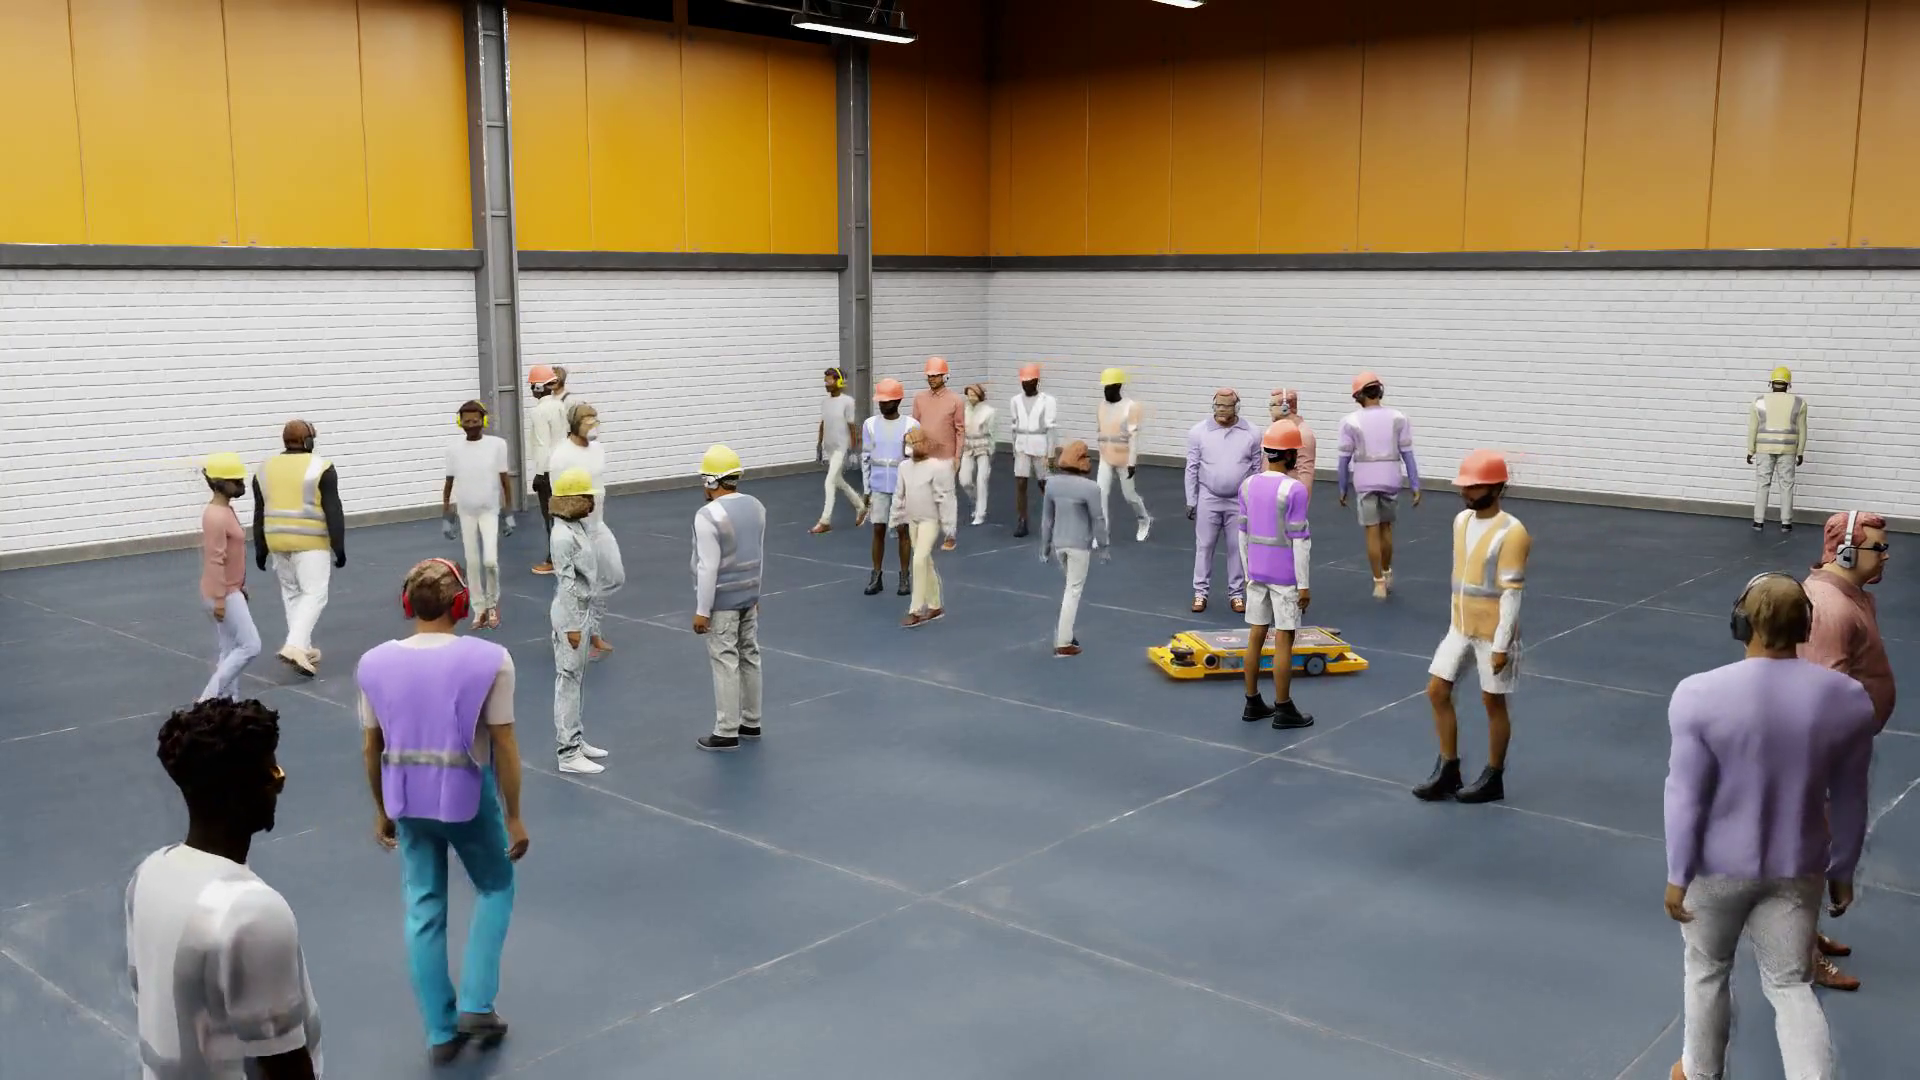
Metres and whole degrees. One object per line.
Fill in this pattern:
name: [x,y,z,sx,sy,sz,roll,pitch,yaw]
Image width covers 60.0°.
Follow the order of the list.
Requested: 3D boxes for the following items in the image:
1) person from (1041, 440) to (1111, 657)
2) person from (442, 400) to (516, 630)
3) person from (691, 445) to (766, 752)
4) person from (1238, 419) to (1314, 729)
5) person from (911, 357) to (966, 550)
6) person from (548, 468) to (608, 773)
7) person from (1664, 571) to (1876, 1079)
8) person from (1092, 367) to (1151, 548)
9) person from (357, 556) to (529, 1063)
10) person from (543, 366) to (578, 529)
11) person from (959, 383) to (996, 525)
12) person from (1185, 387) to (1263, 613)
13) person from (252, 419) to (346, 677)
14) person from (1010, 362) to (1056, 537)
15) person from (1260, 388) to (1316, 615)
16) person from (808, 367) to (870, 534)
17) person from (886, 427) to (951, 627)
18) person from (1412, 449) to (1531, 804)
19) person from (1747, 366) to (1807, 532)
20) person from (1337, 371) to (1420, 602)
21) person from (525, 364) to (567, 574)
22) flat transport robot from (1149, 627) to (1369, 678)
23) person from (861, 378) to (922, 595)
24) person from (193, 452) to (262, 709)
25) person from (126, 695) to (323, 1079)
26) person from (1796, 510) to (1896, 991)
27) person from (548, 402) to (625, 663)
person: [0.884,0.060,12.398,0.499,1.613,0.514,-9,13,-44]
person: [-3.845,-0.192,13.249,0.568,1.849,0.475,-1,9,-5]
person: [-1.398,0.346,9.933,0.404,1.834,0.591,5,10,29]
person: [1.992,0.214,10.440,0.358,1.938,0.542,-7,11,-37]
person: [-0.238,-0.889,17.185,0.609,1.995,0.376,4,10,23]
person: [-2.192,0.453,9.547,0.294,1.744,0.484,-1,9,-6]
person: [2.563,1.051,5.288,0.641,1.911,0.904,1,9,5]
person: [1.685,-0.878,17.465,0.583,1.889,0.904,7,11,37]
person: [-1.846,0.970,6.013,0.605,1.828,0.489,1,9,3]
person: [-4.449,-1.044,18.680,0.514,1.830,0.554,8,12,42]
person: [0.205,-0.982,18.916,0.511,1.623,0.398,5,10,29]
person: [2.214,-0.329,13.955,0.652,1.904,0.402,1,9,5]
person: [-4.753,0.059,11.828,0.649,1.814,0.771,1,9,8]
person: [0.830,-1.006,18.239,0.547,1.905,0.866,4,10,23]
person: [2.698,-0.322,13.907,0.401,1.904,0.649,-2,9,-14]
person: [-1.342,-1.013,18.486,0.910,1.835,0.525,-9,13,-44]
person: [-0.375,-0.105,13.448,0.526,1.603,0.707,9,13,44]
person: [2.683,0.479,8.815,0.649,1.919,0.570,-4,10,-23]
person: [9.036,-1.005,18.413,0.587,1.835,0.404,4,10,25]
person: [3.655,-0.481,14.640,0.699,1.985,0.833,0,9,0]
person: [-3.926,-0.675,15.841,0.396,1.993,0.618,1,9,8]
flat transport robot: [2.141,0.800,11.975,1.431,0.197,0.652,-1,9,-9]
person: [-0.606,-0.467,14.725,0.547,1.934,0.376,2,9,10]
person: [-4.528,0.324,10.342,0.359,1.755,0.524,-3,10,-19]
person: [-1.656,1.298,3.660,0.910,1.935,0.607,-8,12,-41]
person: [3.531,0.823,6.715,0.402,1.906,0.651,4,10,24]
person: [-2.721,-0.048,12.124,0.487,1.919,0.663,3,10,18]
